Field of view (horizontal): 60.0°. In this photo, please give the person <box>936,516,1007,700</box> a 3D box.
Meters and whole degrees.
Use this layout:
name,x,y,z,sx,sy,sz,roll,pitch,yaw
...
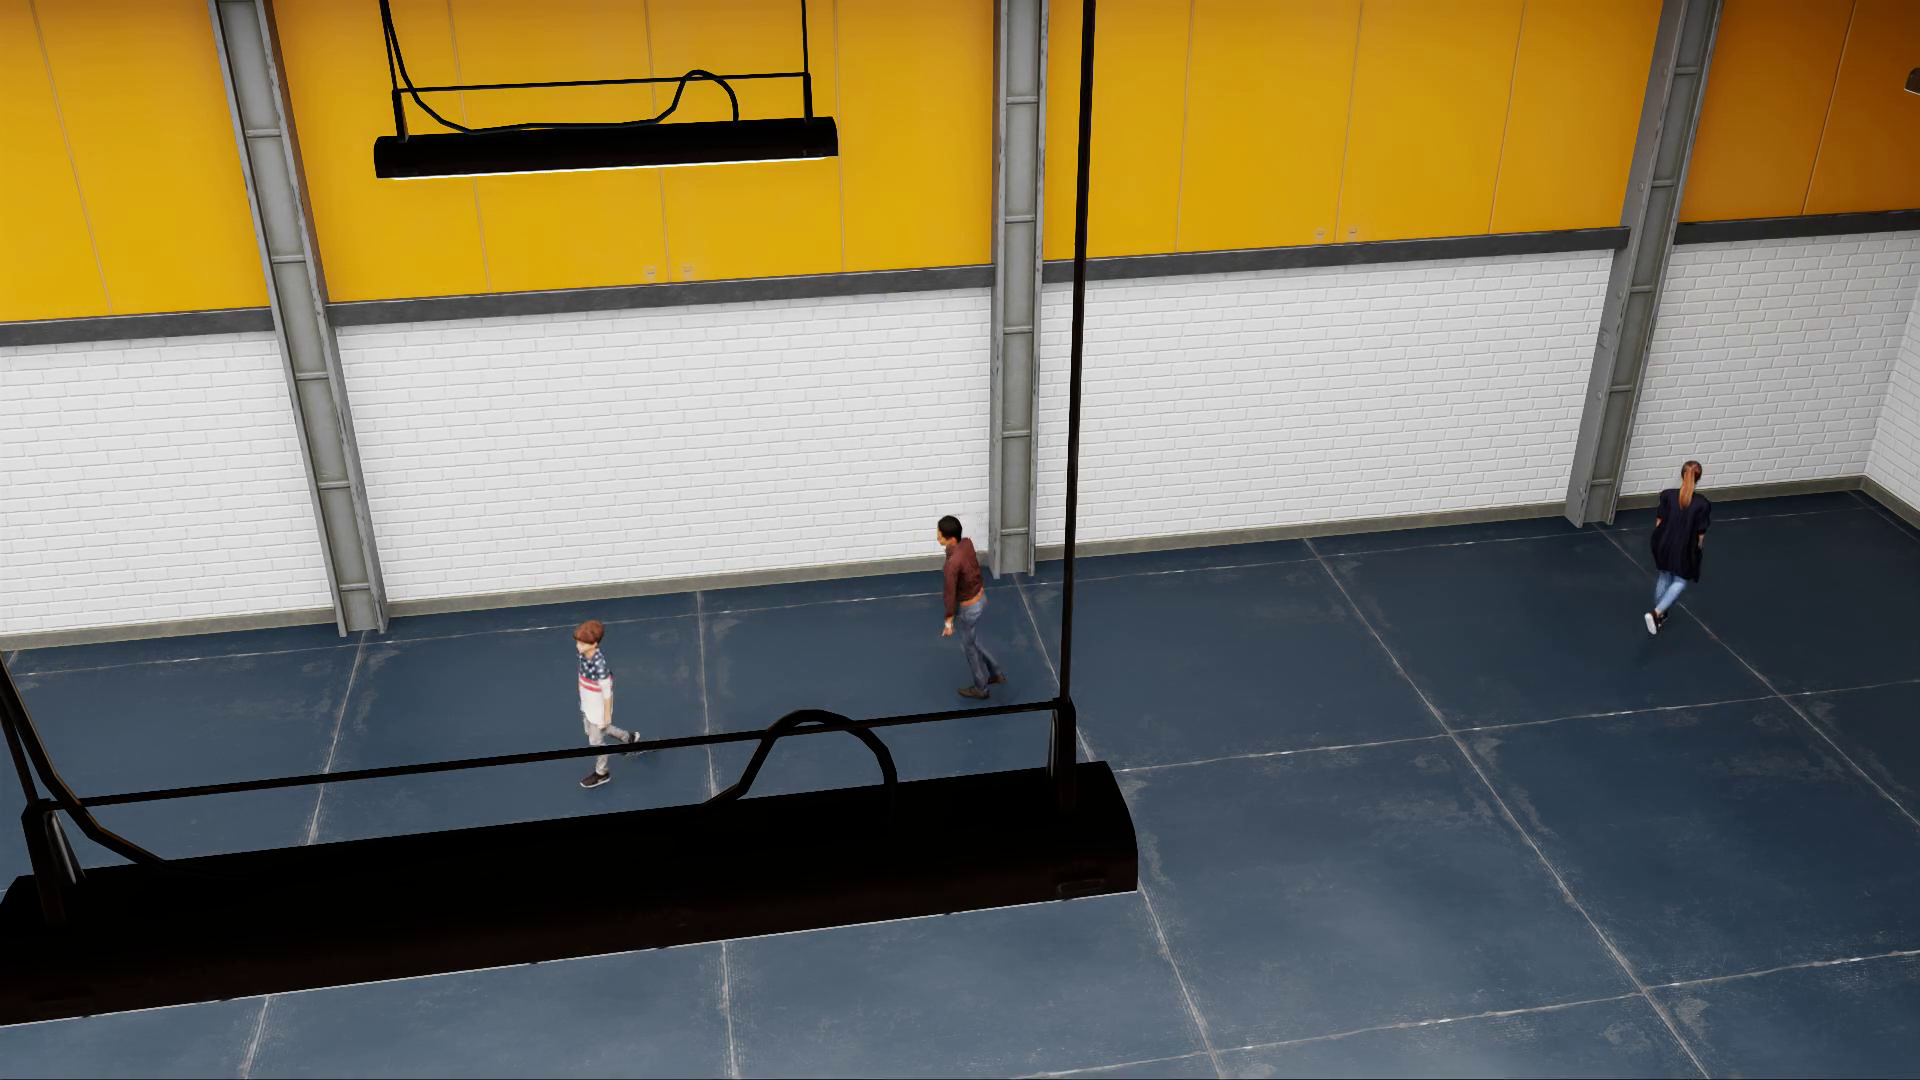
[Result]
name,x,y,z,sx,sy,sz,roll,pitch,yaw
person,0.114,0.571,13.695,0.930,1.739,0.870,13,31,23

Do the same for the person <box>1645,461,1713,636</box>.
name,x,y,z,sx,sy,sz,roll,pitch,yaw
person,6.272,0.103,14.624,0.887,1.671,0.992,25,37,38

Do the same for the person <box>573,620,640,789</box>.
name,x,y,z,sx,sy,sz,roll,pitch,yaw
person,-2.755,1.222,12.828,0.870,1.427,0.718,-19,34,-31
